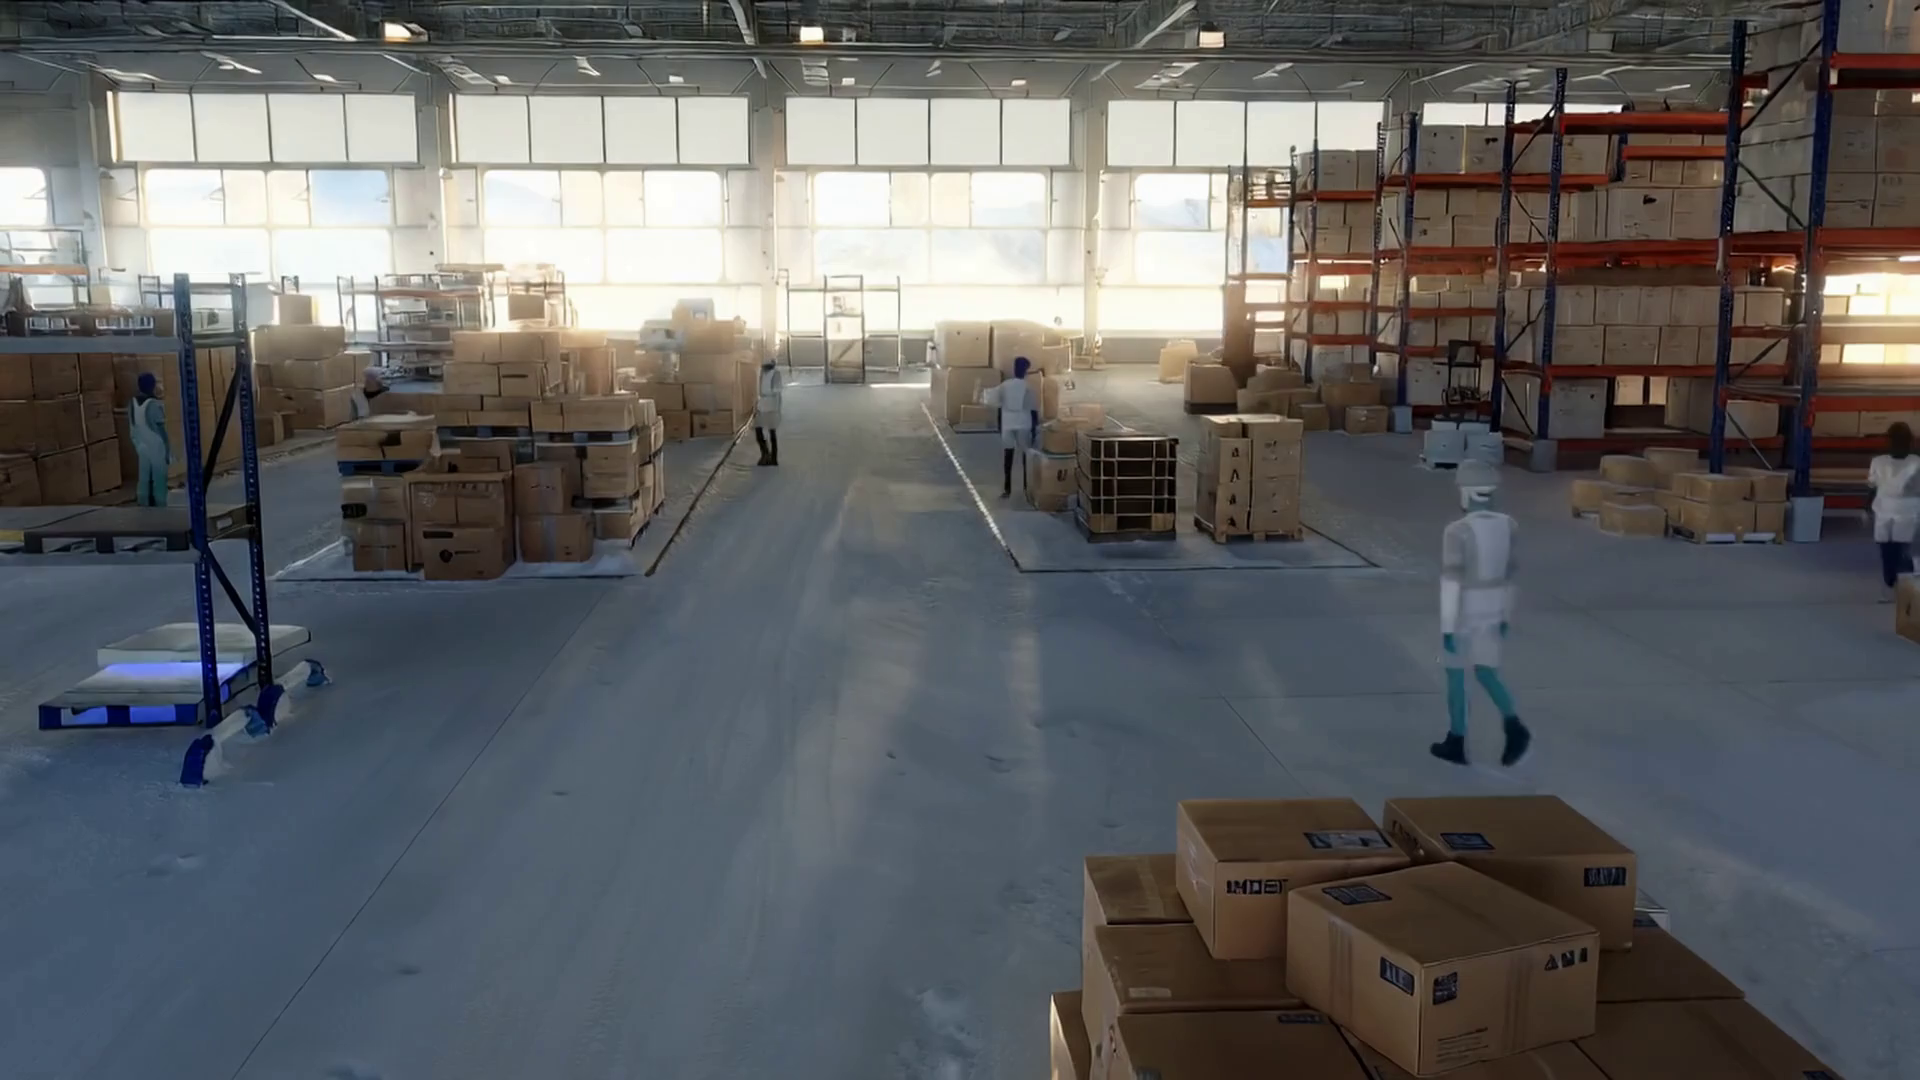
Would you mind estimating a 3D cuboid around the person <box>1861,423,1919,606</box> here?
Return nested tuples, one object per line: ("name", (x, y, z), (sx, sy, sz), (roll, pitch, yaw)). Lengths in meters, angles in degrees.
("person", (8.510, -0.227, 15.183), (0.454, 1.680, 0.558), (-6, 11, -34))

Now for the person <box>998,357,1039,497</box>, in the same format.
("person", (0.798, -1.557, 22.875), (0.601, 1.910, 1.040), (3, 9, 16))

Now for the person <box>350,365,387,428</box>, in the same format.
("person", (-7.505, -1.314, 21.379), (0.598, 1.896, 0.676), (-1, 9, -5))

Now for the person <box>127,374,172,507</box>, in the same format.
("person", (-9.791, -1.088, 20.129), (0.505, 1.838, 0.347), (2, 9, 15))

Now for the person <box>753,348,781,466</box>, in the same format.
("person", (-3.023, -2.077, 26.183), (0.571, 1.882, 0.628), (5, 10, 28))

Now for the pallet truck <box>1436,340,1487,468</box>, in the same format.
("pallet truck", (8.004, -2.170, 26.422), (0.823, 1.965, 1.885), (2, 9, 14))

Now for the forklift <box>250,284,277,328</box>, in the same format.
("forklift", (-15.998, -4.512, 38.359), (1.873, 2.768, 1.129), (-2, 9, -10))

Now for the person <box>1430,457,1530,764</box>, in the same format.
("person", (3.170, 0.460, 10.137), (0.557, 1.925, 0.631), (-4, 10, -22))

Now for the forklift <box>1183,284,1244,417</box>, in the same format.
("forklift", (5.785, -4.066, 35.561), (1.873, 2.768, 1.129), (0, 9, -1))
